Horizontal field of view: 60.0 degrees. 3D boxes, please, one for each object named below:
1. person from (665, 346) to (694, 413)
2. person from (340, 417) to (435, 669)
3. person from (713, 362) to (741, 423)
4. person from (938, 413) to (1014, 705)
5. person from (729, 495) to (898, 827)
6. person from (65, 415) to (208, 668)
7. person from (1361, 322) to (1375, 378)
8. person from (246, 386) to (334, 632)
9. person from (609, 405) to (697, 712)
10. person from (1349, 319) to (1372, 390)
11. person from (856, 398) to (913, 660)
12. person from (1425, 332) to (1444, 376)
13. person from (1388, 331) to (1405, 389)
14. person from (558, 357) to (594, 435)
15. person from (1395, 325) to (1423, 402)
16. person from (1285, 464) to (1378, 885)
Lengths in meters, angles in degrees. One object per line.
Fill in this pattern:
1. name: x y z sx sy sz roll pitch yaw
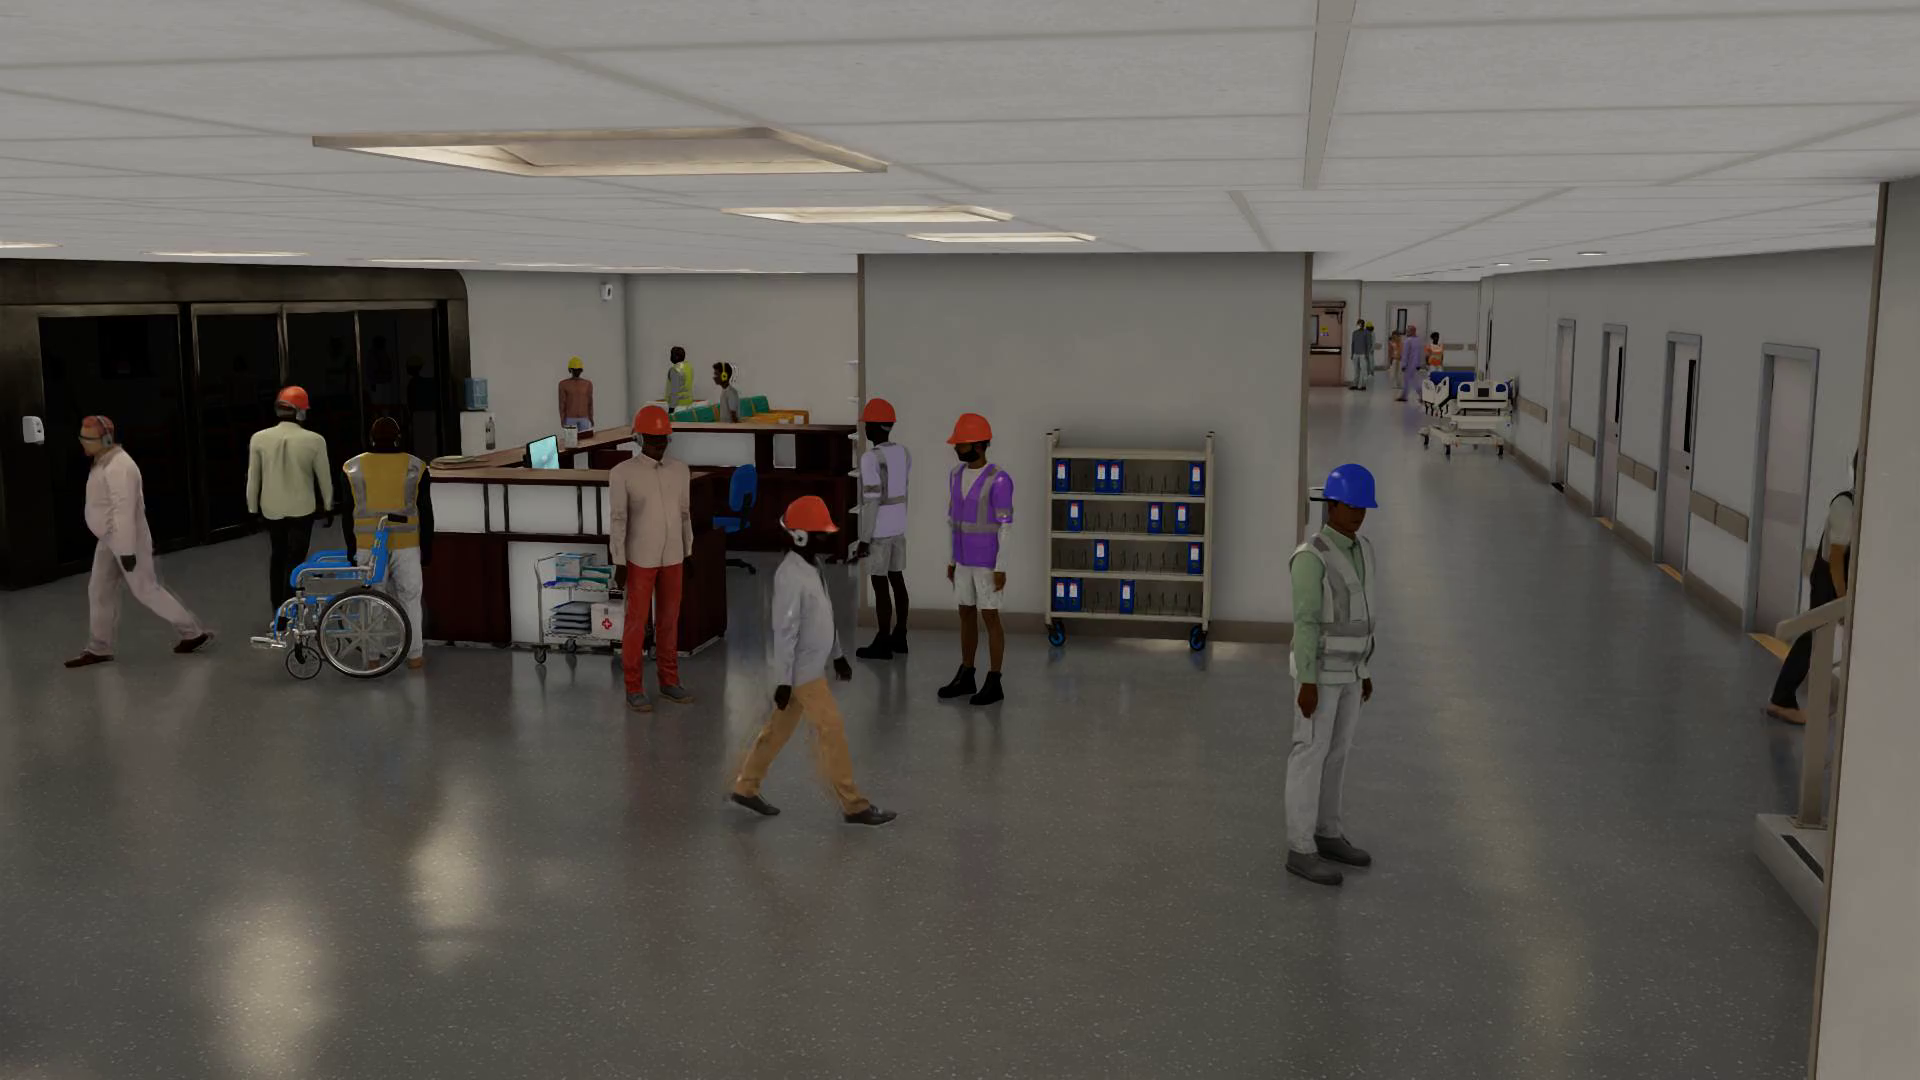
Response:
1. person: -4.468 -2.152 26.426 0.429 1.844 0.622 2 9 15
2. person: -4.100 0.034 11.957 0.628 1.835 0.429 -3 9 -17
3. person: -2.894 -1.250 20.395 0.598 1.847 0.554 -2 9 -13
4. person: 0.102 0.125 11.003 0.375 1.934 0.547 -8 12 -42
5. person: -0.801 0.615 8.506 0.895 1.713 0.558 0 9 3
6. person: -6.101 -0.013 12.237 0.924 1.852 0.684 -8 12 -42
7. person: 12.726 -5.920 51.755 0.312 1.741 0.487 -3 9 -18
8. person: -5.375 -0.261 13.446 0.628 1.968 0.695 0 9 -3
9. person: -1.993 0.114 10.876 0.624 1.992 0.390 -8 12 -44
10. person: 10.900 -5.040 45.263 0.379 1.940 0.629 -6 11 -35
11. person: -0.587 -0.082 12.358 0.365 1.939 0.542 5 10 31
12. person: 11.953 -4.406 41.893 0.545 1.680 0.375 -3 9 -18
13. person: 12.105 -4.973 45.900 0.644 1.611 0.326 -2 9 -14
14. person: -5.567 -1.775 24.170 0.523 1.769 0.310 -5 10 -32
15. person: 11.012 -4.284 40.459 0.651 1.881 0.857 -8 12 -44
16. person: 1.752 0.607 7.773 0.402 1.944 0.606 7 11 40
